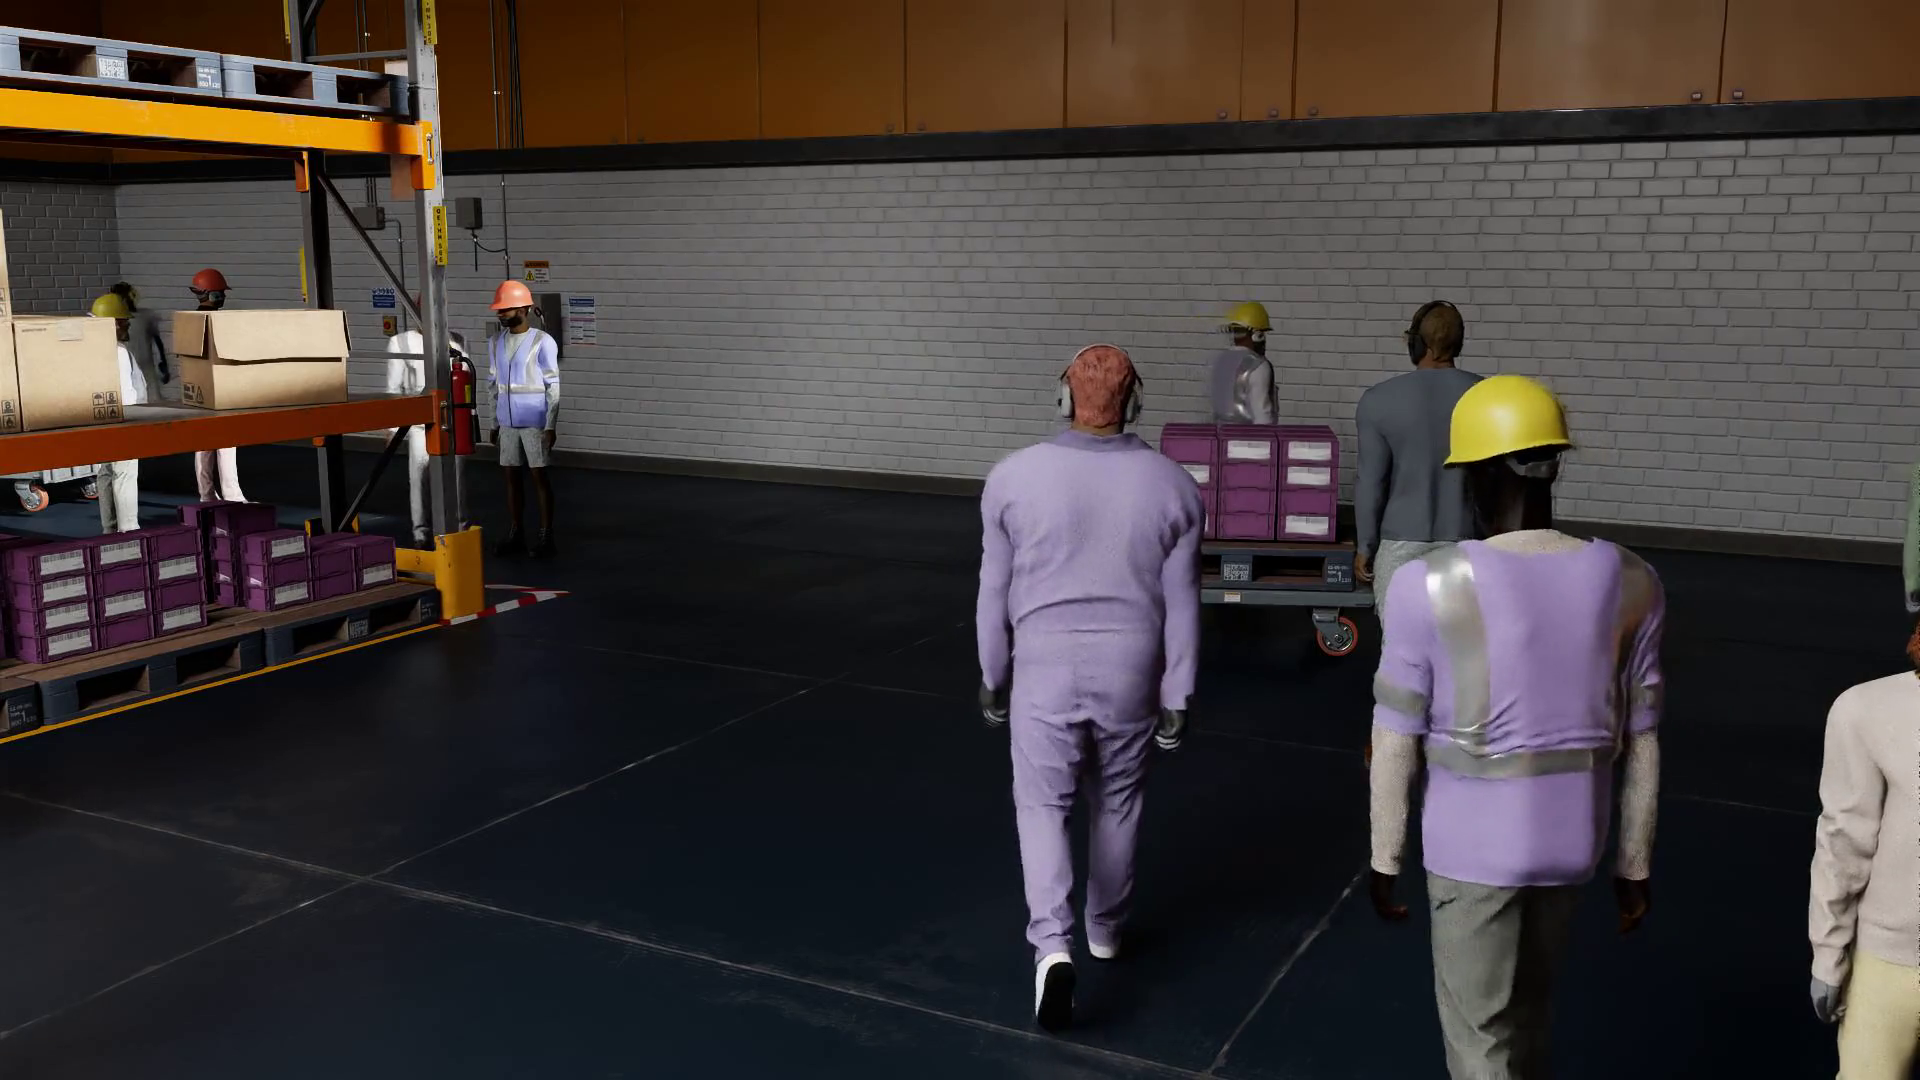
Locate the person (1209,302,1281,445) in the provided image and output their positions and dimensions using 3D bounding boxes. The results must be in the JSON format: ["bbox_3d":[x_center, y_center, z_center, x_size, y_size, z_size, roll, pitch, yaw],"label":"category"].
[{"bbox_3d":[1.824,-0.578,10.446,0.501,1.818,0.627,-4,11,-24],"label":"person"}]

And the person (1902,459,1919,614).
[{"bbox_3d":[4.165,0.165,6.856,0.503,1.586,0.865,7,12,34],"label":"person"}]

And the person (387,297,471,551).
[{"bbox_3d":[-3.696,-0.812,11.657,0.606,1.874,0.363,-5,11,-28],"label":"person"}]

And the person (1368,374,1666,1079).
[{"bbox_3d":[1.140,0.615,3.366,0.597,1.894,0.884,-2,10,-11],"label":"person"}]

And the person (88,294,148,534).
[{"bbox_3d":[-6.066,-0.850,11.995,0.603,1.830,0.404,8,13,40],"label":"person"}]

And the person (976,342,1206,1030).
[{"bbox_3d":[0.365,0.389,4.684,0.637,1.883,0.842,0,10,-2],"label":"person"}]

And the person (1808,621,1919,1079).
[{"bbox_3d":[1.837,0.797,3.075,0.497,1.626,0.285,3,10,19],"label":"person"}]

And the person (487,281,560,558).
[{"bbox_3d":[-3.062,-0.832,11.598,0.551,1.932,0.367,4,10,21],"label":"person"}]

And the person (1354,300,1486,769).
[{"bbox_3d":[1.884,0.014,6.692,0.631,1.940,0.372,0,10,1],"label":"person"}]

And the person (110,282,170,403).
[{"bbox_3d":[-8.544,-1.771,17.338,0.590,1.829,0.459,-5,11,-28],"label":"person"}]

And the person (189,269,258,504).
[{"bbox_3d":[-6.075,-1.206,13.588,0.609,1.995,0.378,5,11,28],"label":"person"}]
